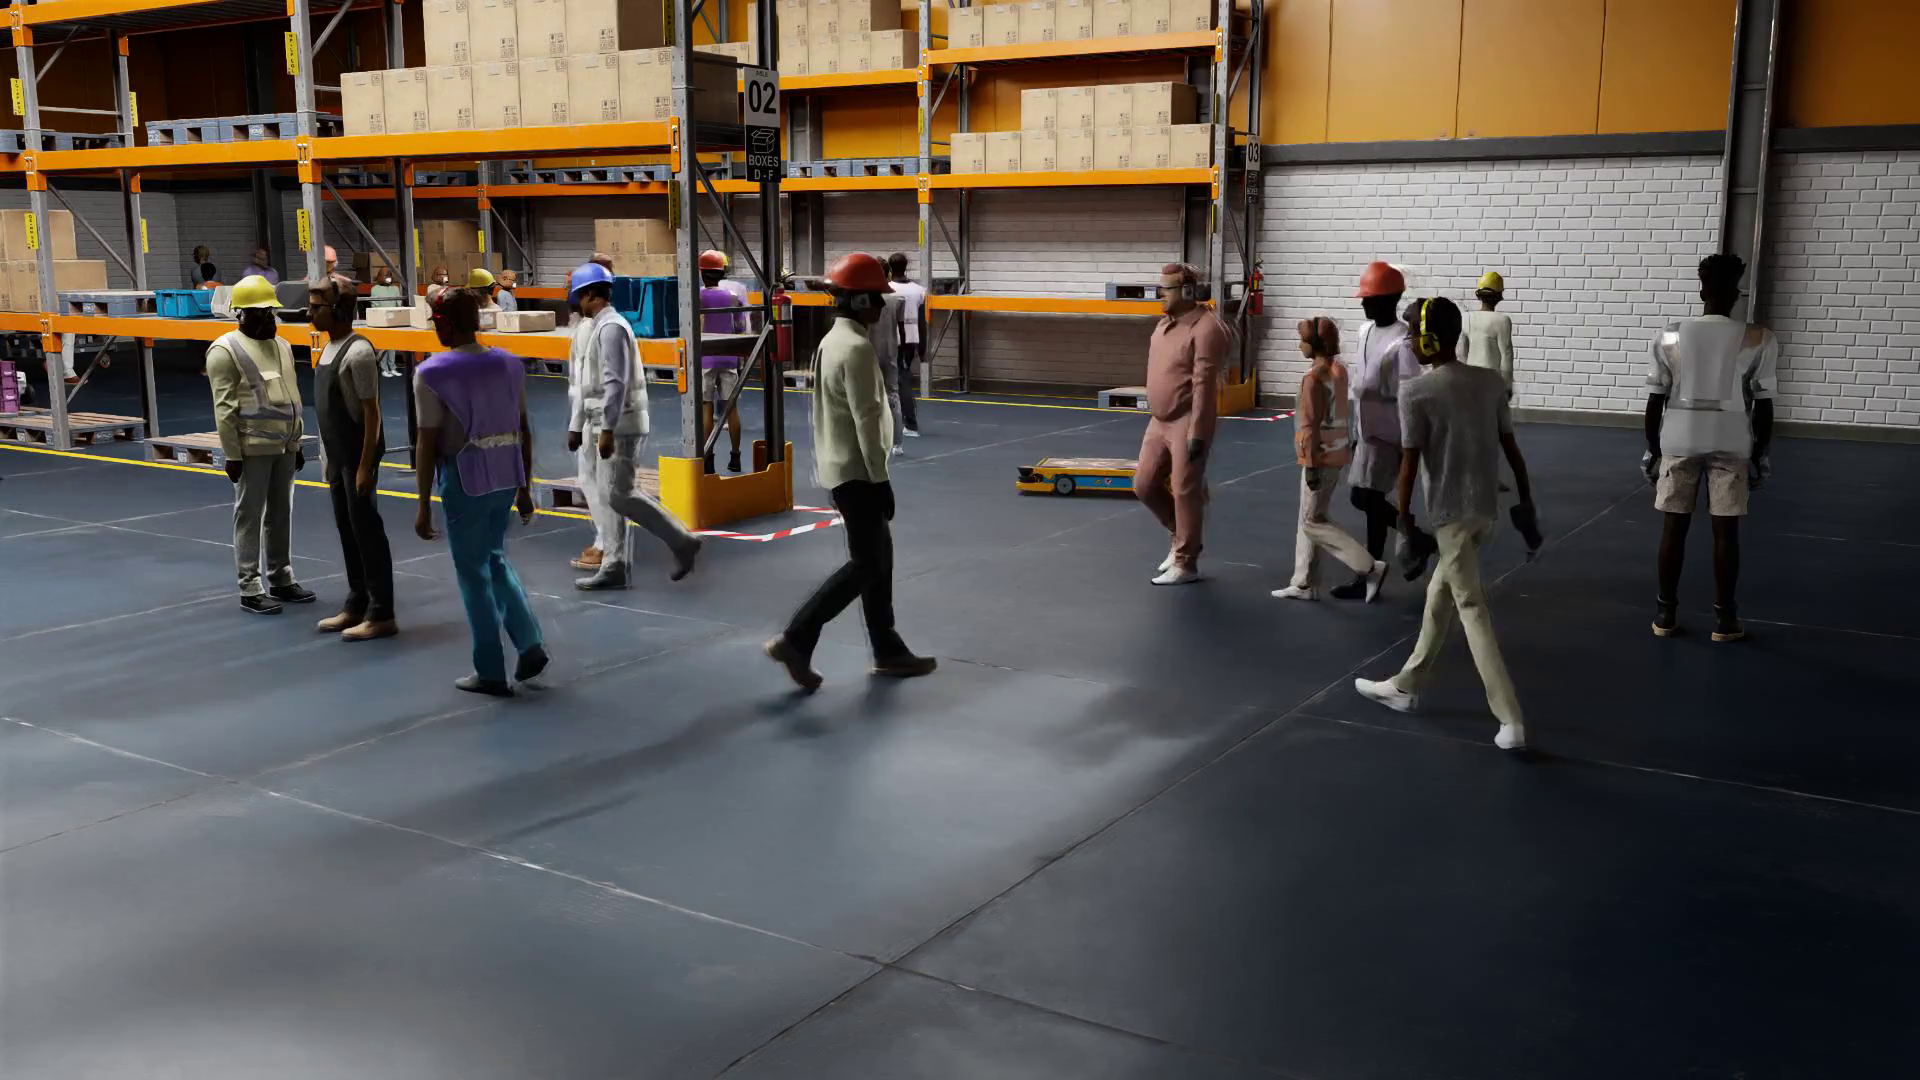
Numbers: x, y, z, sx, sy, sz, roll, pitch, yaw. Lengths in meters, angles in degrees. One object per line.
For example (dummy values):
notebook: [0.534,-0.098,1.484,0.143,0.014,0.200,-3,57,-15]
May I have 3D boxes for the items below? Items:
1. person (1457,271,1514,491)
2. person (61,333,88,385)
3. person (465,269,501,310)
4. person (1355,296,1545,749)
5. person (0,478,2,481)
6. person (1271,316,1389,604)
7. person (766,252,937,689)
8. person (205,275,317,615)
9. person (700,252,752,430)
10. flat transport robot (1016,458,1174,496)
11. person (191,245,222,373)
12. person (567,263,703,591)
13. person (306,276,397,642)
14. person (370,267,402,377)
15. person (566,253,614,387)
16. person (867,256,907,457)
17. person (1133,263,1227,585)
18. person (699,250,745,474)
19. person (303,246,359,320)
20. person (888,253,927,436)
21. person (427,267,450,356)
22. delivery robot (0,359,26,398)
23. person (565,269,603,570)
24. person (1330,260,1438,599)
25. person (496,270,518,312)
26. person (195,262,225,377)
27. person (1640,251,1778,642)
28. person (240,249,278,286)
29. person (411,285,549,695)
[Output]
person: [4.261,-1.278,13.467,0.306,1.770,0.532,-6,12,-31]
person: [-12.531,-3.121,23.362,0.357,1.883,0.573,-4,11,-20]
person: [-4.280,-1.570,15.099,0.329,1.765,0.526,-7,13,-35]
person: [2.056,-0.084,6.795,0.572,1.800,0.966,-5,11,-25]
person: [-8.425,-1.209,13.578,0.876,1.590,0.542,-1,10,-3]
person: [2.054,-0.422,9.152,0.643,1.615,0.519,6,12,31]
person: [-0.491,-0.305,7.517,0.790,1.971,0.633,-2,10,-13]
person: [-3.801,-0.521,9.093,0.404,1.831,0.600,3,11,15]
person: [-2.610,-2.142,17.911,0.614,1.887,0.912,-7,13,-35]
flat transport robot: [1.208,-0.520,13.418,1.431,0.197,0.652,2,10,12]
person: [-11.464,-3.505,25.333,0.379,1.940,0.629,2,10,8]
person: [-1.900,-0.649,9.647,0.680,1.893,0.663,-3,11,-17]
person: [-3.097,-0.409,8.440,0.326,1.843,0.515,-8,13,-39]
person: [-8.485,-3.240,24.719,0.322,1.629,0.520,6,12,30]
person: [-3.111,-1.527,14.485,0.677,1.903,0.403,-6,12,-31]
person: [-0.750,-1.699,15.517,0.515,1.872,0.333,-3,11,-14]
person: [1.272,-0.667,9.753,0.422,1.893,0.645,-5,11,-26]
person: [-2.141,-1.543,14.463,0.547,1.938,0.378,-5,11,-24]
person: [-7.614,-2.576,20.184,0.642,1.934,1.052,-6,12,-32]
person: [-0.702,-2.041,17.398,0.607,1.880,0.912,-8,13,-39]
person: [-7.797,-3.290,25.016,0.277,1.629,0.496,5,11,26]
delivery robot: [-11.805,-1.976,20.421,0.707,0.478,0.477,7,13,33]
person: [-2.233,-0.749,10.302,0.388,1.858,0.640,1,10,4]
person: [2.447,-0.612,9.377,0.623,1.917,0.549,-3,11,-17]
person: [-5.963,-2.747,21.995,0.289,1.629,0.497,0,10,0]
person: [-11.110,-3.272,24.716,0.317,1.695,0.541,5,11,25]
person: [3.788,-0.469,8.439,0.613,1.962,0.365,6,12,29]
person: [-11.283,-3.736,26.793,0.564,1.874,0.678,7,12,34]
person: [-2.125,-0.202,7.333,0.426,1.825,0.565,6,12,29]
